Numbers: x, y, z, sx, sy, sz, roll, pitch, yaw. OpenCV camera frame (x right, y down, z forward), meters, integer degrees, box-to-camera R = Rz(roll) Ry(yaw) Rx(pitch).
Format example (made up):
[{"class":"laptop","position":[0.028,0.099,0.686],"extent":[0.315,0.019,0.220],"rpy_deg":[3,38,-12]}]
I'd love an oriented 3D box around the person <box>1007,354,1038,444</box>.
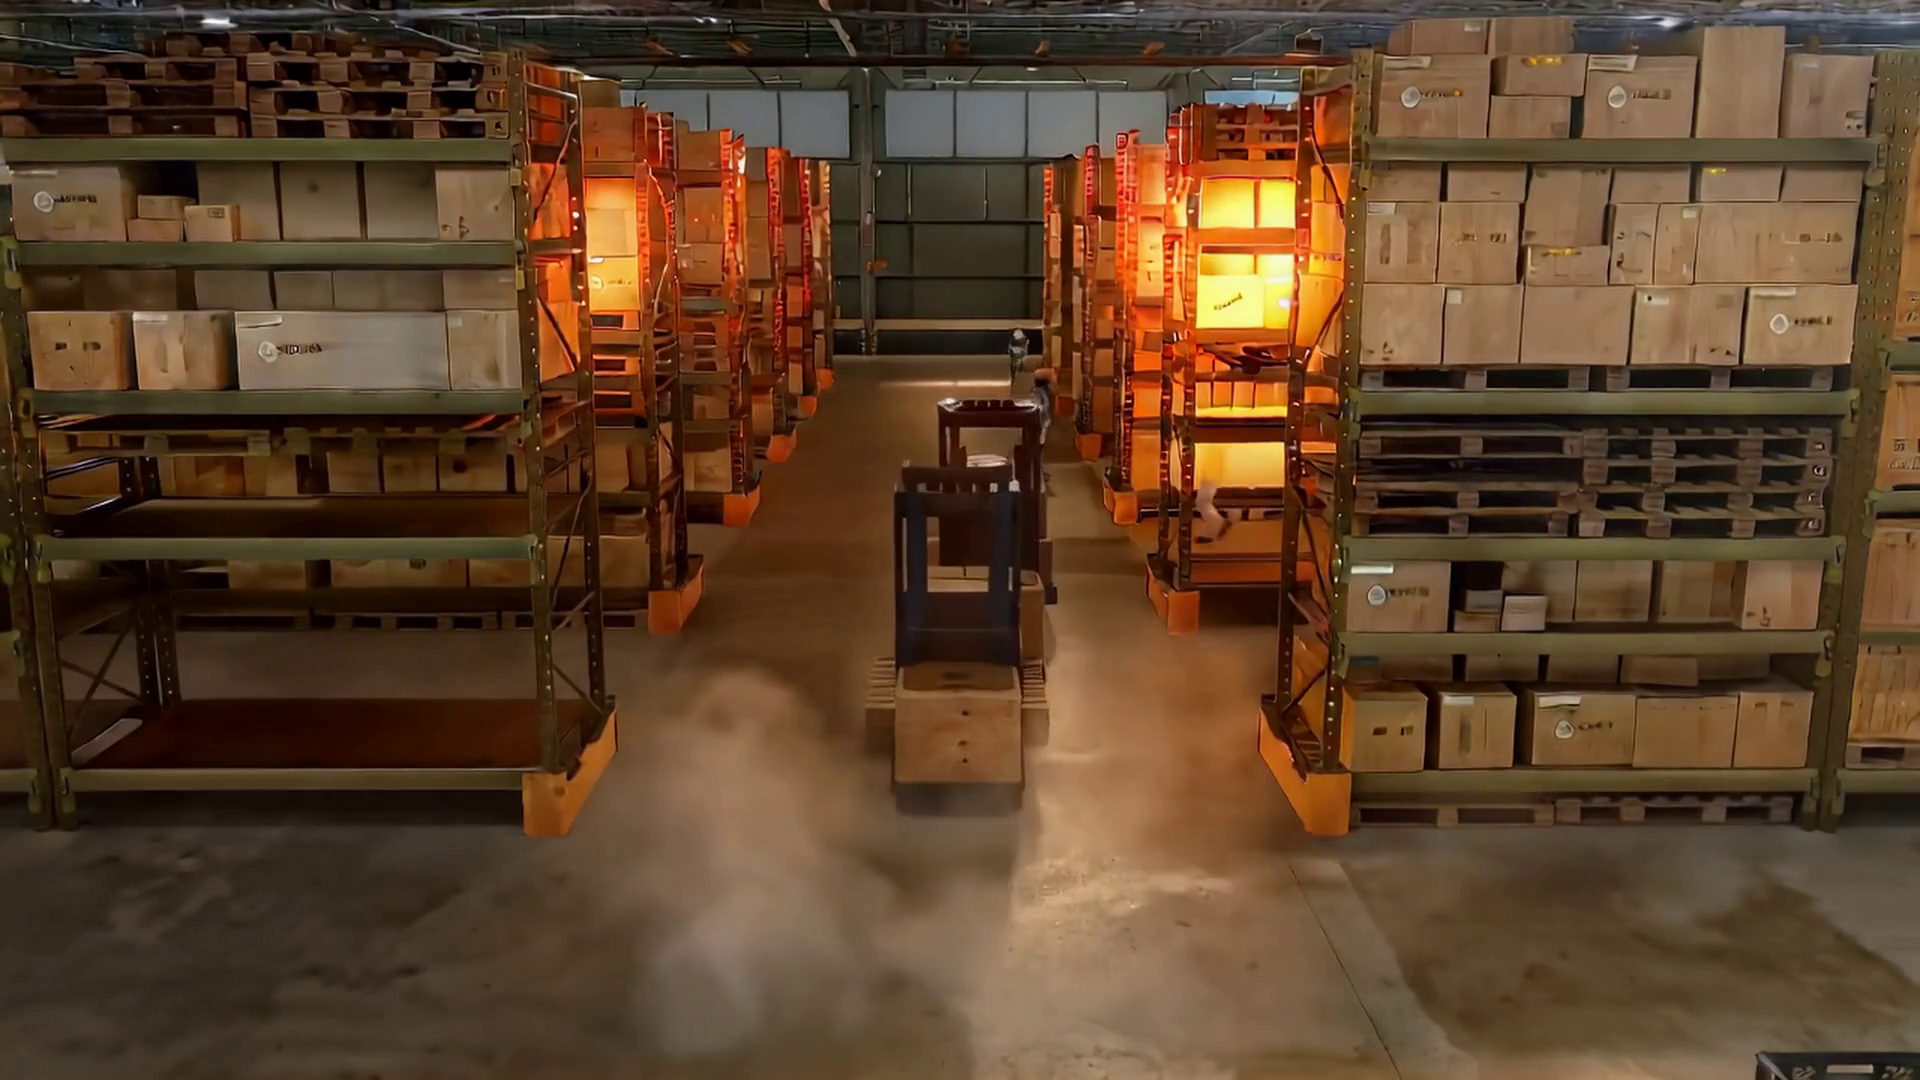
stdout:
[{"class":"person","position":[1.337,-2.969,34.889],"extent":[0.686,1.876,0.784],"rpy_deg":[0,11,2]}]

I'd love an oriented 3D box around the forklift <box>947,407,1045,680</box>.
[{"class":"forklift","position":[0.328,-0.032,17.859],"extent":[1.129,2.768,1.873],"rpy_deg":[0,11,-2]}]

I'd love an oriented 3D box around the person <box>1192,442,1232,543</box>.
[{"class":"person","position":[3.718,-0.891,24.491],"extent":[0.497,1.925,0.657],"rpy_deg":[4,12,17]}]

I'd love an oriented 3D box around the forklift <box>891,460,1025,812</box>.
[{"class":"forklift","position":[-0.019,0.710,14.181],"extent":[1.129,2.768,1.873],"rpy_deg":[0,11,0]}]

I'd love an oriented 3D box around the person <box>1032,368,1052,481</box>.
[{"class":"person","position":[1.485,-2.110,30.230],"extent":[0.359,2.047,0.615],"rpy_deg":[1,11,7]}]

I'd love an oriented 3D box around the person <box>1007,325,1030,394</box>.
[{"class":"person","position":[1.537,-4.761,43.943],"extent":[0.600,1.807,0.880],"rpy_deg":[1,11,3]}]
